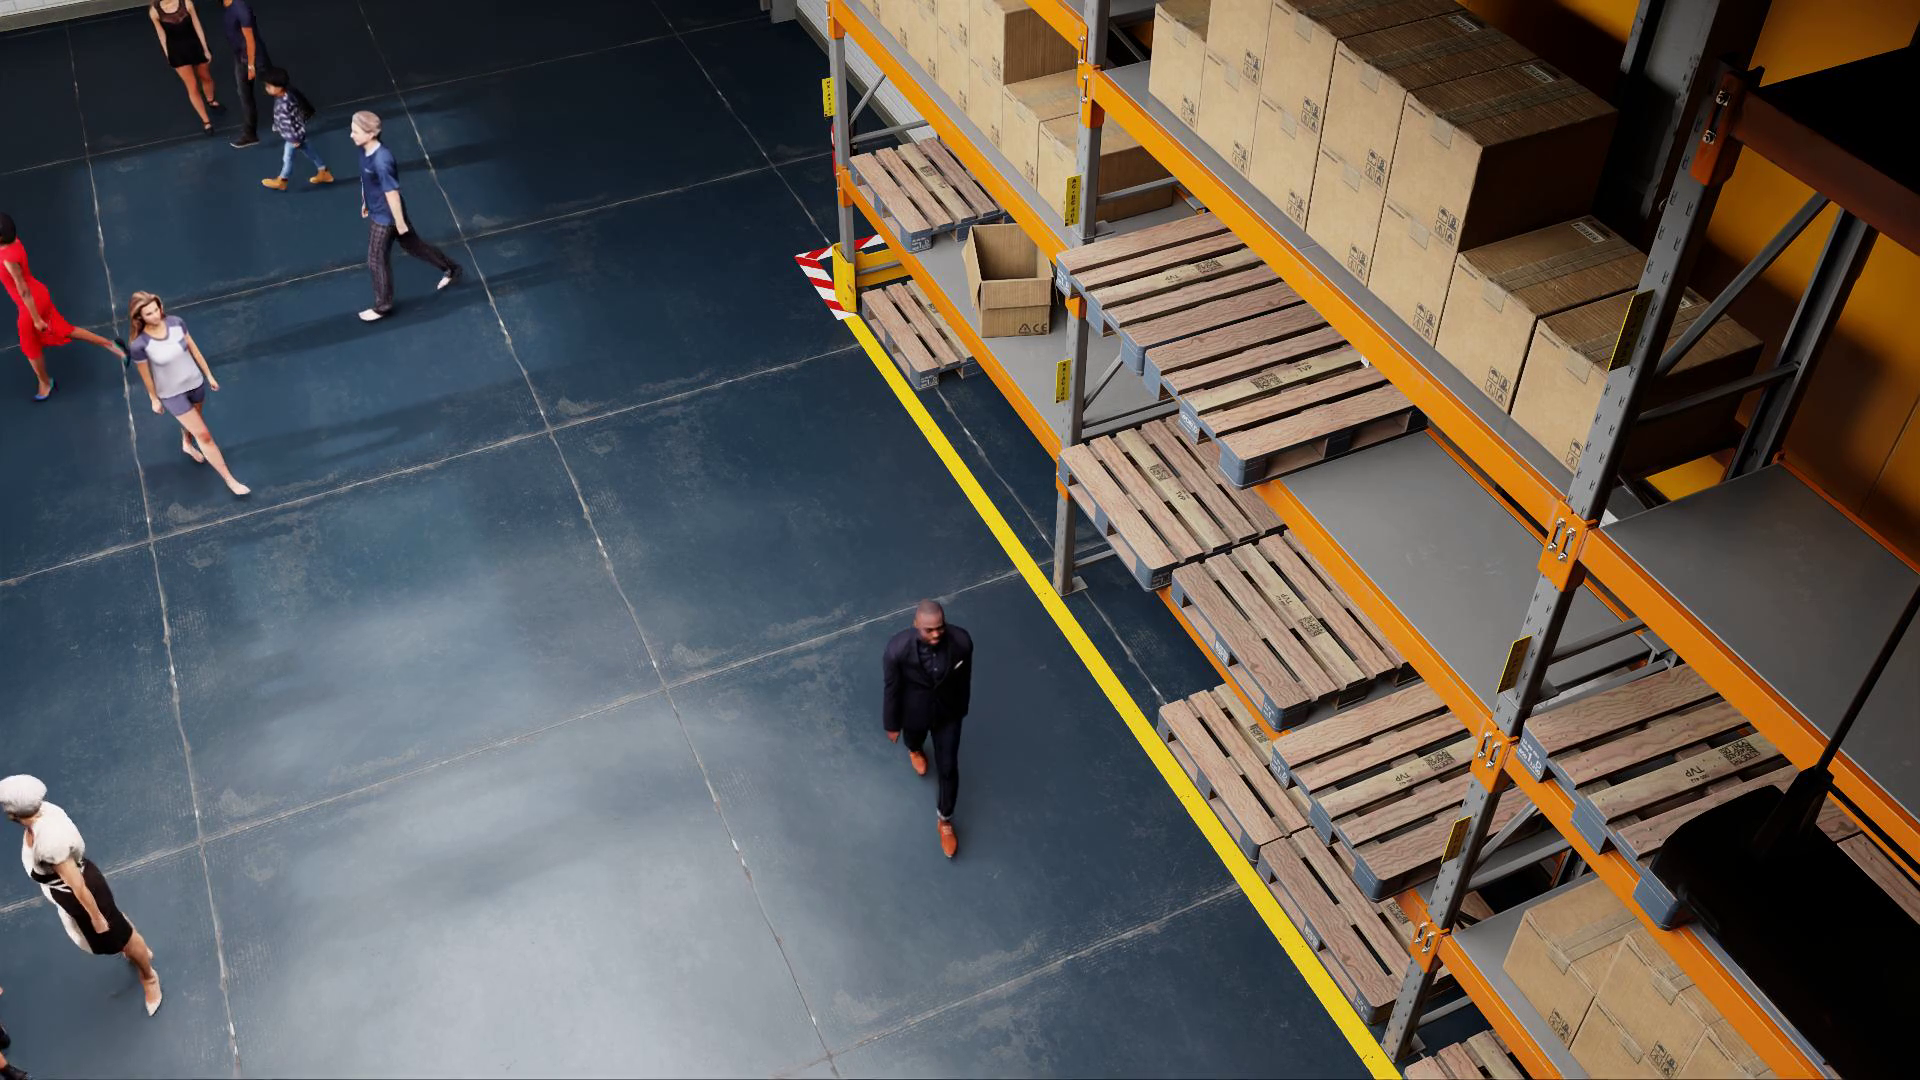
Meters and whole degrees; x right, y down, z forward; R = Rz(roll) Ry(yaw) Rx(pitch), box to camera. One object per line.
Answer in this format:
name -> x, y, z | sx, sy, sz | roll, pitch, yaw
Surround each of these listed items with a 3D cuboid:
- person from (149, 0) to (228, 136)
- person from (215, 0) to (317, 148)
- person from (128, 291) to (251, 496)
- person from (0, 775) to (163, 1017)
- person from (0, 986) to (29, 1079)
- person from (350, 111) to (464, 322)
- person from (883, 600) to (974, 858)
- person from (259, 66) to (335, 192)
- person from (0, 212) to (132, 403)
person -> -7.495, -4.766, 16.110 | 0.629, 1.637, 0.855 | -24, 49, -23
person -> -6.672, -4.640, 15.900 | 1.194, 1.744, 1.023 | 34, 53, 31
person -> -5.790, -1.140, 12.270 | 1.161, 1.684, 0.971 | 26, 49, 25
person -> -4.691, 1.940, 9.003 | 0.550, 1.731, 0.801 | 30, 51, 28
person -> -5.255, 2.456, 8.813 | 0.901, 1.245, 0.709 | 30, 51, 27
person -> -4.674, -2.742, 13.845 | 0.716, 1.831, 1.100 | -19, 47, -19
person -> -0.200, 0.975, 9.980 | 0.929, 1.781, 1.270 | -6, 44, -7
person -> -6.124, -3.800, 15.404 | 0.663, 1.213, 0.821 | -9, 44, -9
person -> -7.116, -1.836, 12.984 | 0.656, 1.707, 1.009 | -18, 46, -18
